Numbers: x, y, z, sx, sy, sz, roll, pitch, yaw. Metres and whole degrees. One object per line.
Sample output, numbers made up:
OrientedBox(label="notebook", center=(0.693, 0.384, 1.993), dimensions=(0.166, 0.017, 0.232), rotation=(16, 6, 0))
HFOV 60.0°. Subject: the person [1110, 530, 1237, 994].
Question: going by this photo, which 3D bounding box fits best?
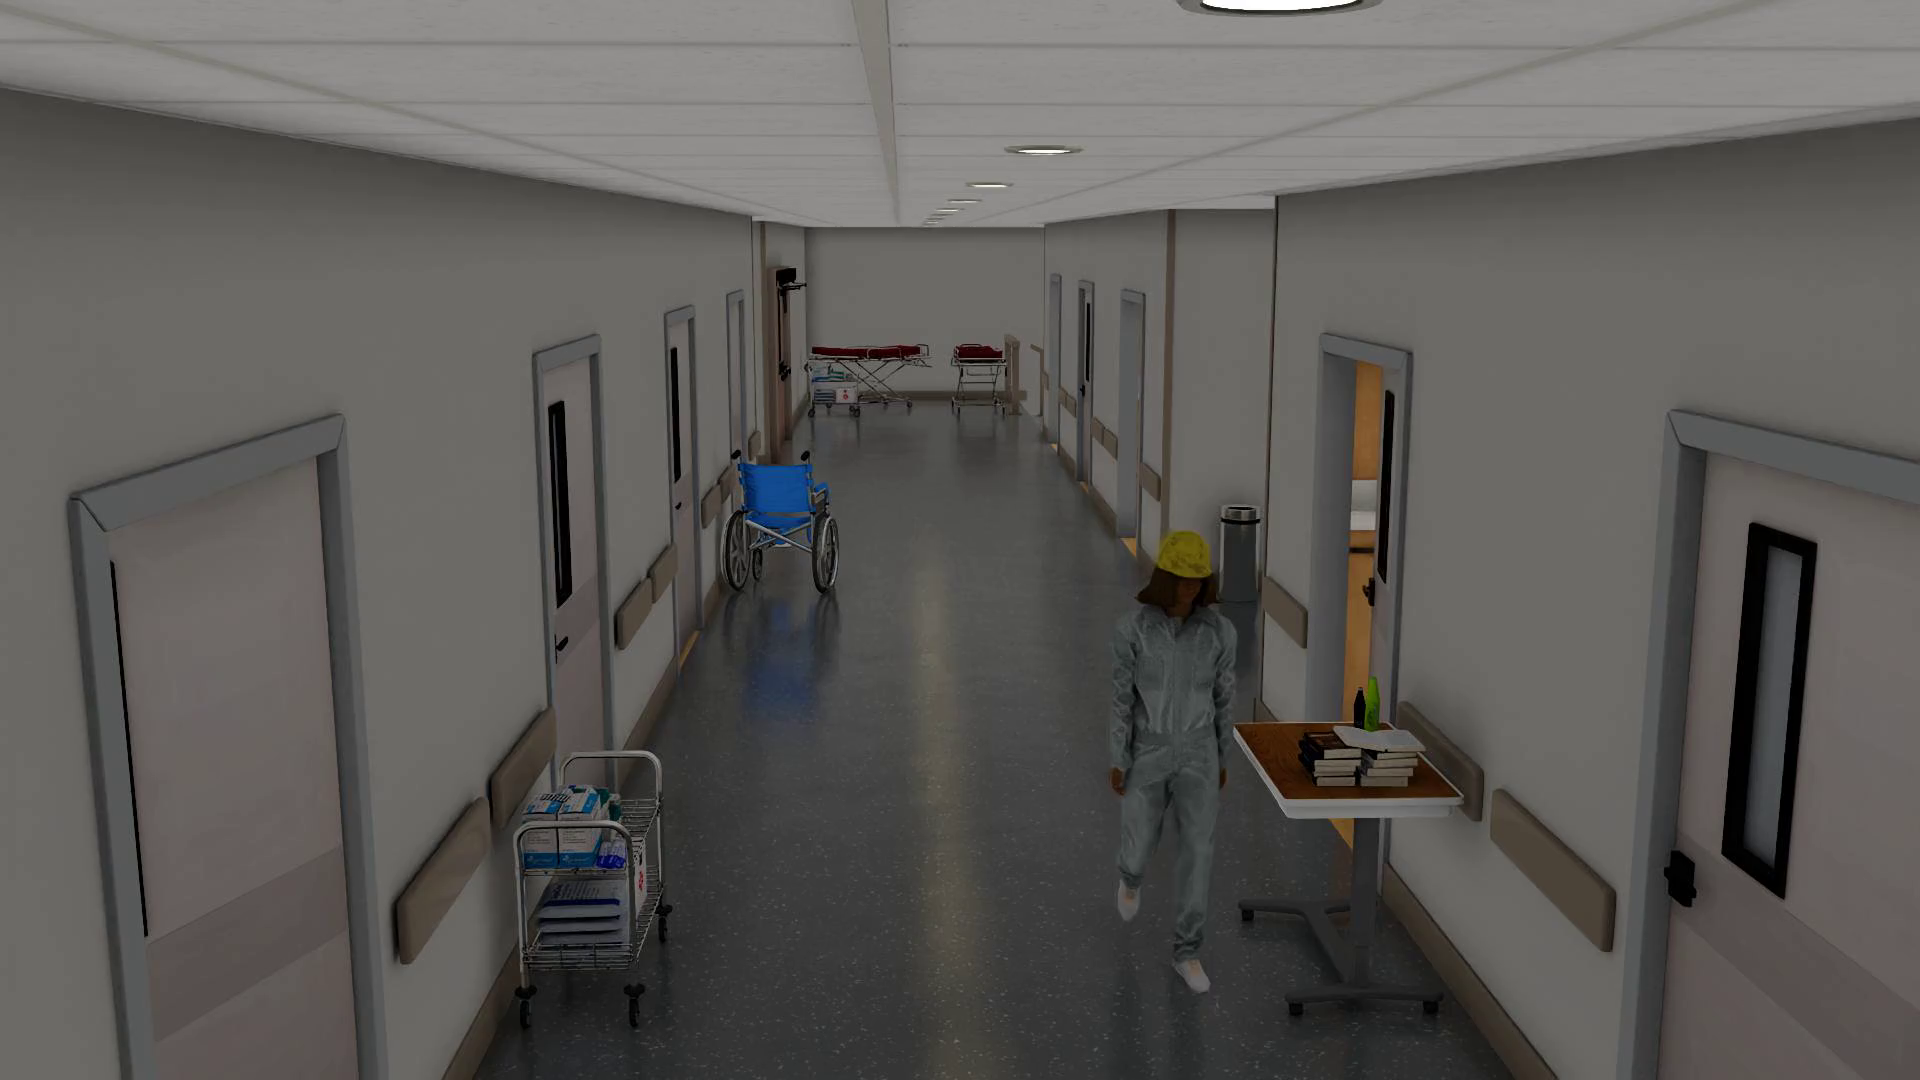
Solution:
OrientedBox(label="person", center=(0.800, 0.792, 6.331), dimensions=(0.490, 1.720, 0.625), rotation=(-1, 10, -4))
